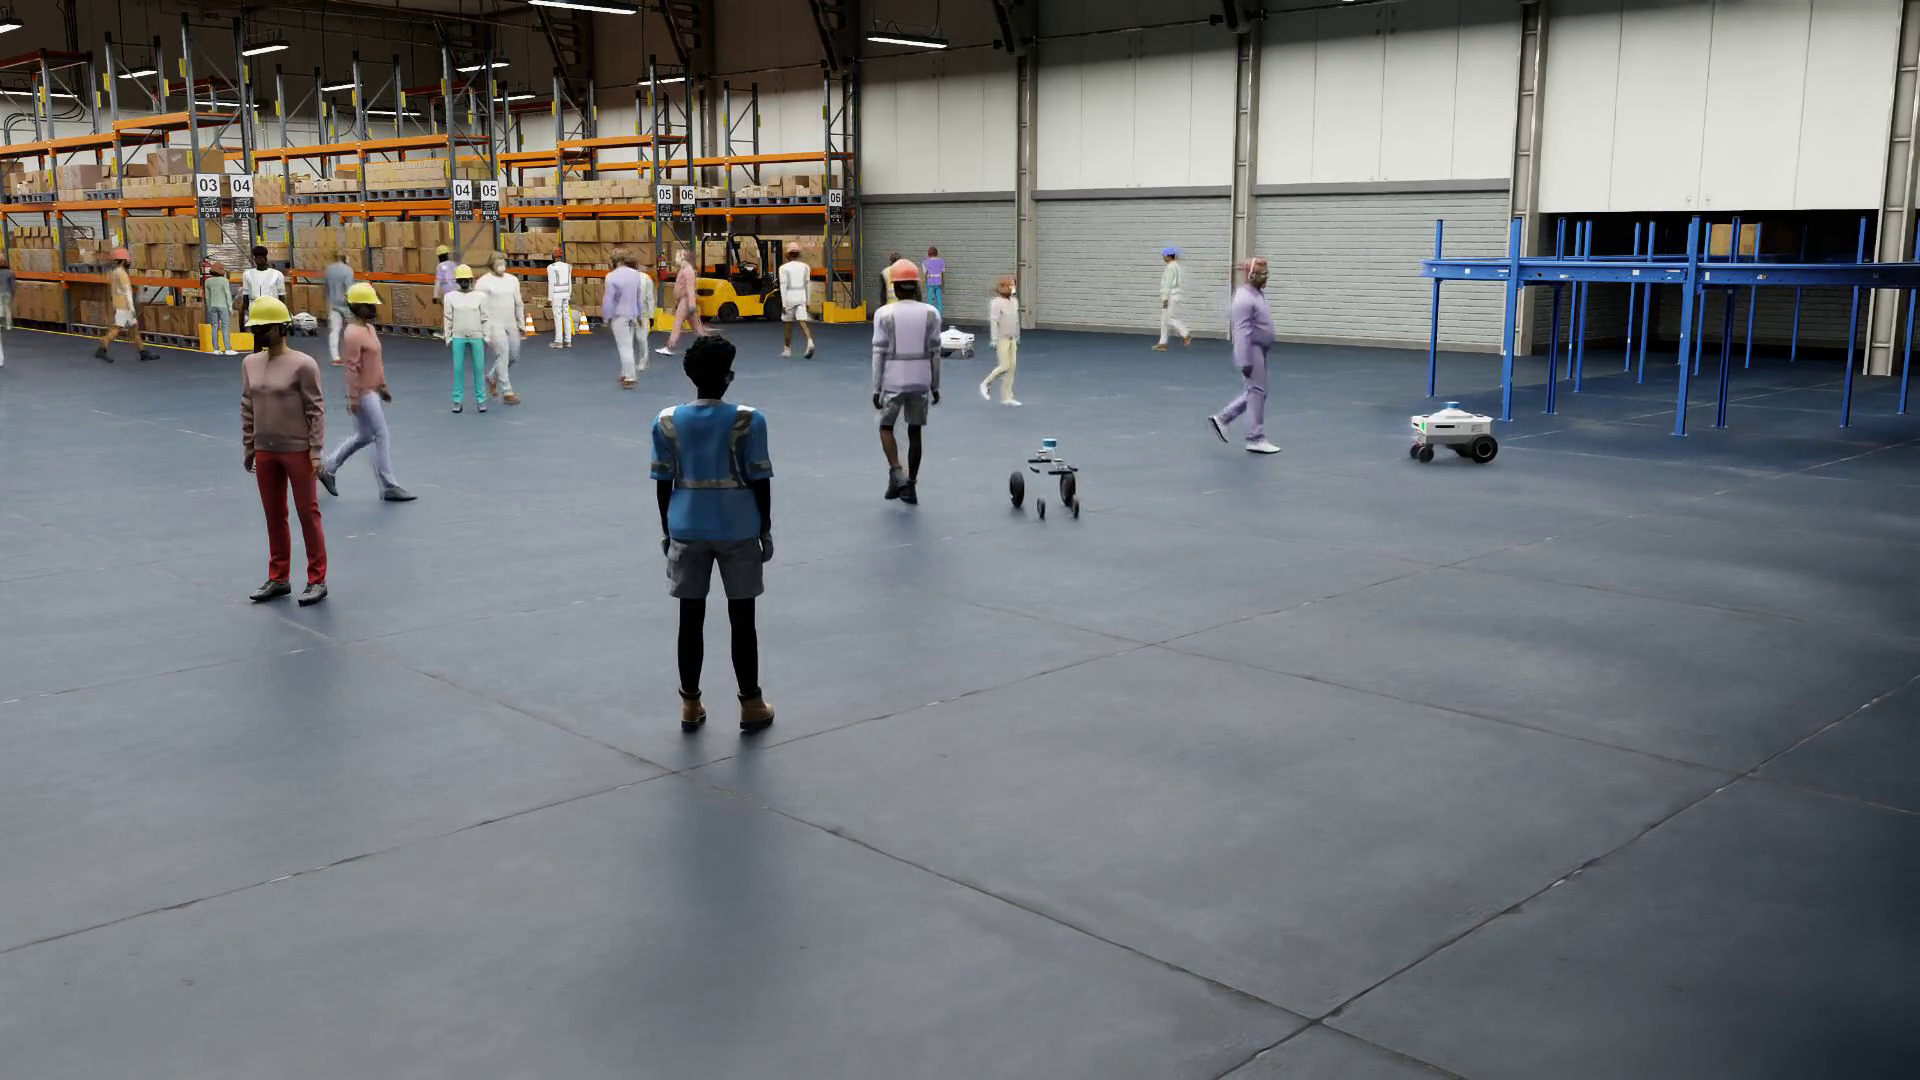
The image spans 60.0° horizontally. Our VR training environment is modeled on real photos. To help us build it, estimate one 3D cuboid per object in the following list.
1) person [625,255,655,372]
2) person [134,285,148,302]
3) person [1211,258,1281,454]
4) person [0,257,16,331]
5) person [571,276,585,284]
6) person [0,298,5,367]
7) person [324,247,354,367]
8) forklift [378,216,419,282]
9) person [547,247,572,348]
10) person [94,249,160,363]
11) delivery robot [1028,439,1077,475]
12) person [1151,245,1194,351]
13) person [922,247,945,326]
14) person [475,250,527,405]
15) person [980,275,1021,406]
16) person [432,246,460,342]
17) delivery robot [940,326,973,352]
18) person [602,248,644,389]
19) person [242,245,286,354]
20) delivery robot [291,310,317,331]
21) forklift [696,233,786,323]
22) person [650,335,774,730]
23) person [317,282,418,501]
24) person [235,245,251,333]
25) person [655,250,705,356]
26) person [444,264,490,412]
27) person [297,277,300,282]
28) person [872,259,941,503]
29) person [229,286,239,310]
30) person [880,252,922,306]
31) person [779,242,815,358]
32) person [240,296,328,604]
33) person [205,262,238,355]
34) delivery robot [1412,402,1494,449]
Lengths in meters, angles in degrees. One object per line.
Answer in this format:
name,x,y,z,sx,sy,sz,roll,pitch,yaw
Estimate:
person,-4.974,-3.441,25.433,0.632,1.814,0.863,0,10,-2
person,-20.073,-6.227,40.513,0.691,1.847,0.437,1,10,4
person,2.828,-1.807,16.274,0.642,1.891,0.662,4,11,19
person,-21.368,-5.492,37.132,0.521,1.616,0.435,-8,13,-38
person,-10.501,-7.089,45.525,0.483,1.737,0.320,3,11,18
person,-15.675,-3.594,26.770,0.534,1.626,0.384,0,10,1
person,-9.966,-3.804,27.128,0.655,1.906,0.900,5,12,27
forklift,-17.868,-9.201,54.028,1.873,2.768,1.129,-10,14,-44
person,-7.581,-4.585,31.462,0.355,1.883,0.575,6,12,30
person,-14.076,-3.928,27.877,1.013,1.893,0.557,-8,13,-36
delivery robot,0.695,-0.666,12.867,0.335,0.223,0.698,-2,11,-11
person,3.897,-4.433,30.489,0.699,1.931,0.621,2,11,9
person,-0.606,-5.950,39.012,0.570,1.840,0.373,-4,11,-21
person,-5.844,-2.700,21.071,0.756,1.922,0.635,8,13,36
person,0.530,-2.484,20.732,0.429,1.621,0.506,7,13,34
person,-10.343,-4.929,33.293,0.806,1.890,0.612,3,11,18
delivery robot,-0.132,-3.474,28.872,0.707,0.478,0.477,5,12,22
person,-4.738,-3.074,23.093,0.655,1.920,0.644,6,12,30
person,-10.246,-3.346,24.498,0.602,1.959,0.368,-2,11,-11
delivery robot,-13.888,-4.631,35.198,0.477,0.478,0.707,-9,13,-39
forklift,-5.496,-6.489,41.108,2.313,2.155,1.214,-10,14,-44
person,-1.046,-0.025,7.114,0.530,1.693,0.321,1,10,7
person,-4.796,-1.182,13.275,0.782,1.740,0.521,-1,10,-6
person,-15.051,-5.245,34.977,0.523,1.908,0.563,1,10,6
person,-4.871,-4.185,29.372,1.017,1.852,0.670,-2,11,-11
person,-5.918,-2.421,19.986,0.533,1.765,0.331,-3,11,-15
person,-19.707,-7.878,49.255,0.351,1.942,0.543,-2,11,-12
person,-0.422,-1.240,13.091,0.564,1.926,0.548,-3,11,-14
person,-15.619,-5.314,35.451,0.753,1.866,0.799,6,12,31
person,-1.005,-4.181,29.482,0.727,1.801,0.613,5,11,23
person,-2.815,-4.132,28.701,0.638,2.008,1.007,-6,12,-31
person,-3.911,-0.514,9.581,0.533,1.767,0.325,3,11,17
person,-13.132,-4.104,29.518,0.498,1.633,0.286,2,11,12
delivery robot,4.660,-1.066,15.753,0.707,0.478,0.477,0,10,-2
